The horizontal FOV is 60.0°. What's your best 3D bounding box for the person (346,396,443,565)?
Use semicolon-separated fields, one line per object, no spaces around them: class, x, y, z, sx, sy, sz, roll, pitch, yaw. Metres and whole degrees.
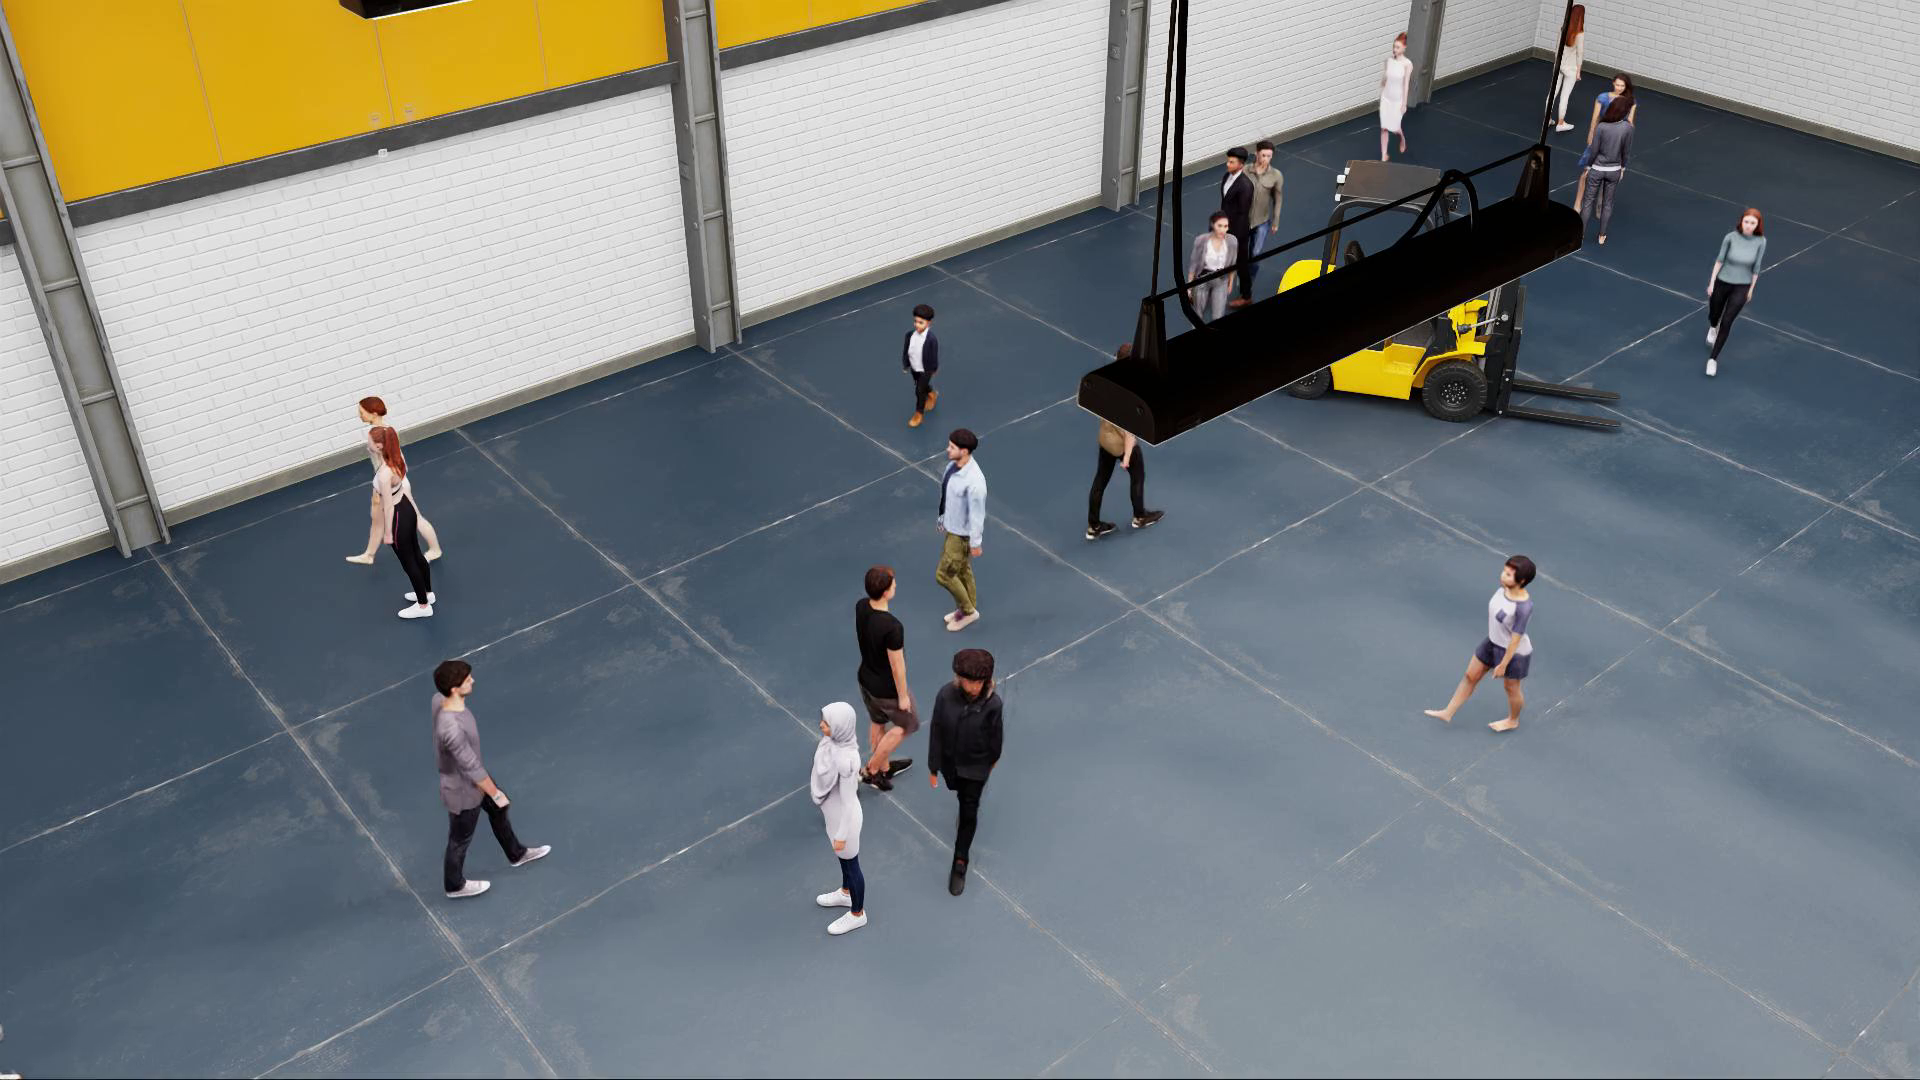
person;-4.649;-0.475;13.895;1.014;1.609;0.653;-18;38;-25

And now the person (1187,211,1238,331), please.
person;2.582;-2.639;17.106;0.747;1.659;0.807;6;34;8

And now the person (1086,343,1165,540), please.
person;1.269;-0.811;14.208;1.006;1.823;0.723;-20;39;-28

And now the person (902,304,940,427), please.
person;-0.350;-1.747;16.170;0.632;1.210;0.873;22;39;29

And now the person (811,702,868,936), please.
person;-0.736;1.724;10.437;0.667;1.776;0.684;-9;35;-13

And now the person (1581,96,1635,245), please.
person;7.605;-4.359;19.594;0.690;1.770;0.739;4;34;7

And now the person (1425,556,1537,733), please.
person;4.032;0.775;12.082;1.022;1.536;0.863;-5;34;-8

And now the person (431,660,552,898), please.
person;-3.266;1.574;10.621;1.061;1.822;0.901;-9;35;-13

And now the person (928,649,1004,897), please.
person;0.032;1.382;10.982;1.063;1.743;1.213;8;34;12

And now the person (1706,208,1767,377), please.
person;7.870;-2.584;16.966;0.889;1.722;1.152;14;36;20

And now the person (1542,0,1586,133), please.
person;8.325;-6.487;22.847;0.575;1.713;0.609;-21;39;-28

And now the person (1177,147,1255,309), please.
person;3.047;-3.355;18.018;1.190;1.842;0.930;-12;35;-17

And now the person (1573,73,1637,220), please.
person;7.872;-4.781;20.196;0.775;1.806;0.807;7;34;10

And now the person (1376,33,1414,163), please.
person;5.674;-5.669;21.555;0.774;1.781;0.603;-27;42;-34

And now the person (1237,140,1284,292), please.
person;3.224;-3.544;18.293;0.924;1.854;0.986;9;35;14

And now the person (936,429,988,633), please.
person;0.096;-0.085;13.136;0.813;1.800;0.798;-7;34;-10

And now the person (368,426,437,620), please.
person;-4.467;-0.155;13.297;0.710;1.740;0.668;0;34;0

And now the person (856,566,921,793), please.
person;-0.597;0.993;11.463;0.759;1.857;0.698;-22;40;-30
